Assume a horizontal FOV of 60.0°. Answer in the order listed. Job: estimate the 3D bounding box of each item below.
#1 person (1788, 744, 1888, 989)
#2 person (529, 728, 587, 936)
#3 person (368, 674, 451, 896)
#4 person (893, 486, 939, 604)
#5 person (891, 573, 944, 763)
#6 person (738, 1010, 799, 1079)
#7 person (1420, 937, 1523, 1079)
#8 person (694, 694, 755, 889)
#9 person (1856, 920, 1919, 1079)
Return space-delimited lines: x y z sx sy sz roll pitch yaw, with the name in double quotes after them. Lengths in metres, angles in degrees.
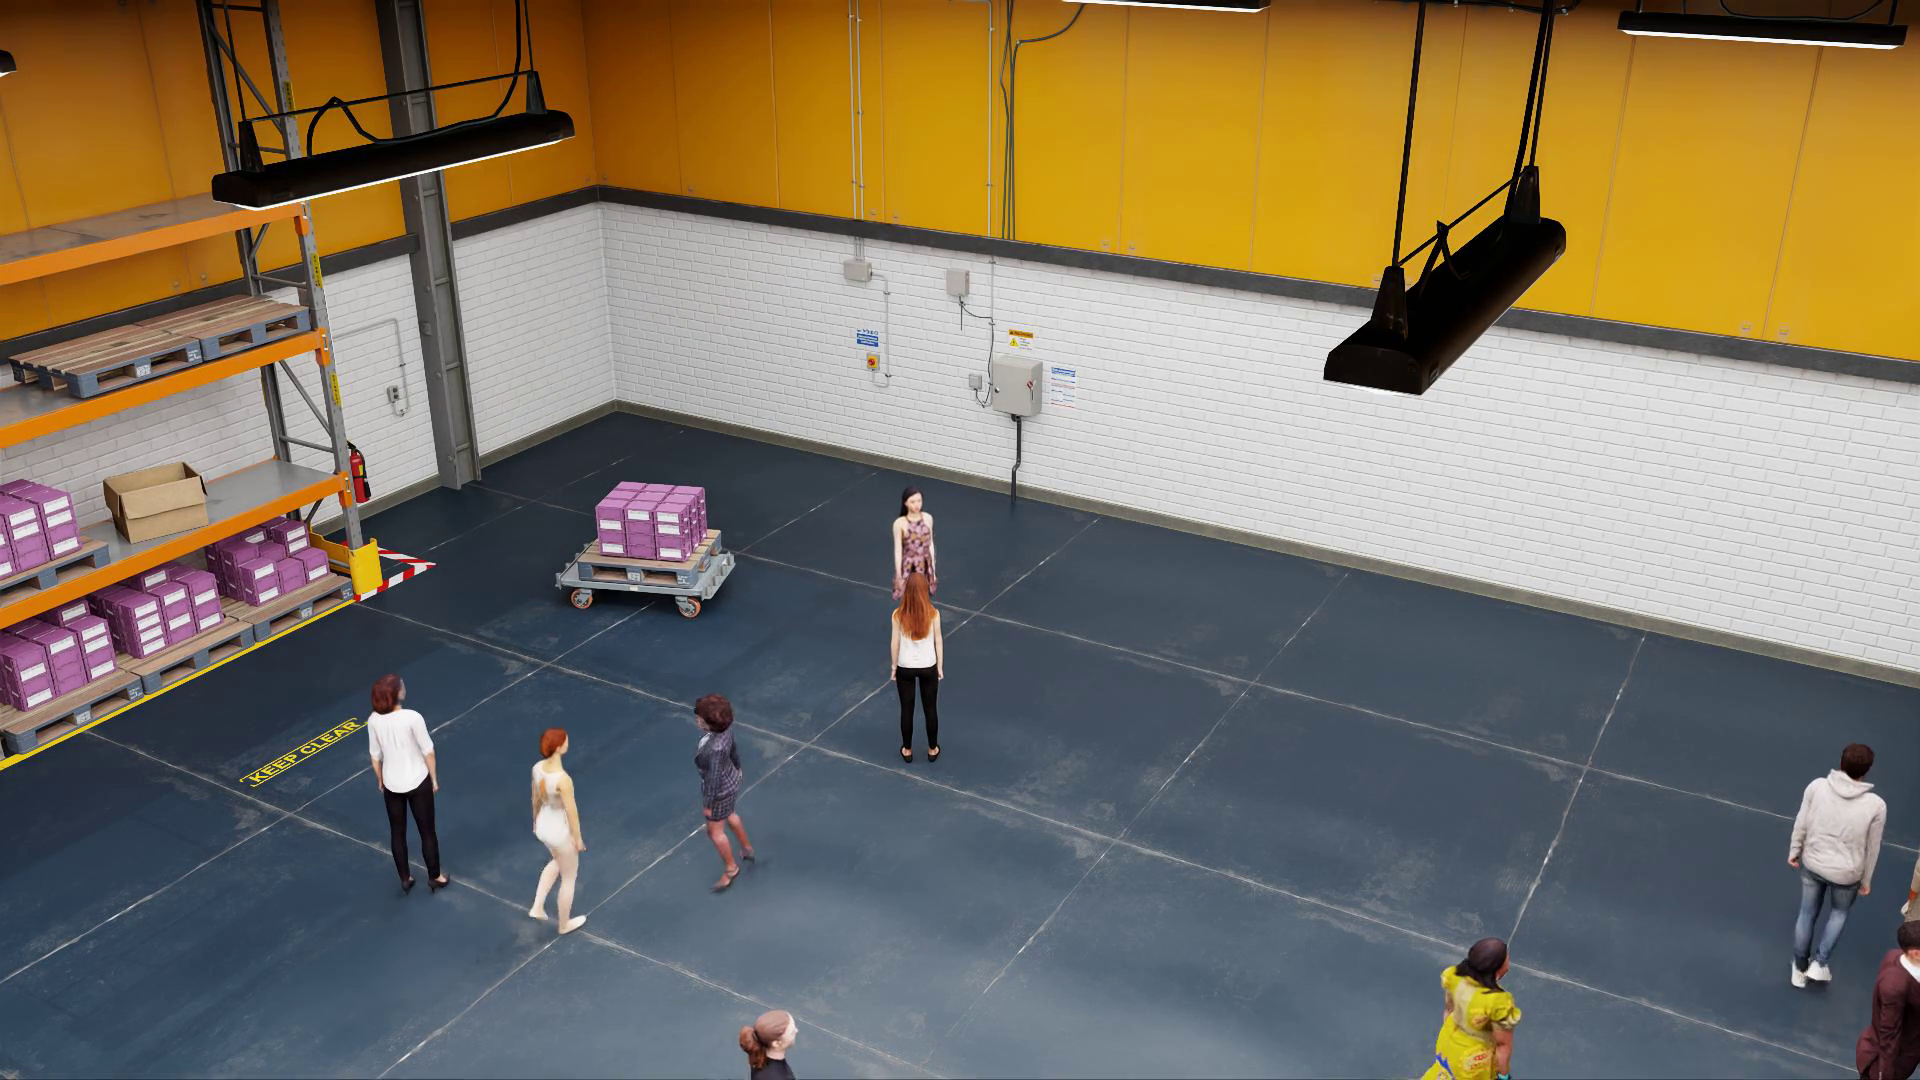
5.804 2.234 11.136 0.704 1.838 0.685 16 28 32 "person"
-2.904 2.094 11.718 0.627 1.627 0.671 20 30 38 "person"
-4.058 1.802 12.181 0.685 1.793 0.680 1 24 1 "person"
-0.421 0.317 15.602 0.763 1.773 0.849 -14 27 -29 "person"
-0.359 1.072 13.941 0.662 1.721 0.673 -1 24 -2 "person"
-1.069 3.278 8.919 1.151 1.701 1.057 -8 25 -17 "person"
2.884 3.013 9.588 1.110 1.651 1.044 -10 25 -21 "person"
-1.726 1.845 12.249 0.904 1.659 0.708 7 25 15 "person"
5.275 2.946 9.473 0.730 1.865 0.525 12 26 26 "person"
